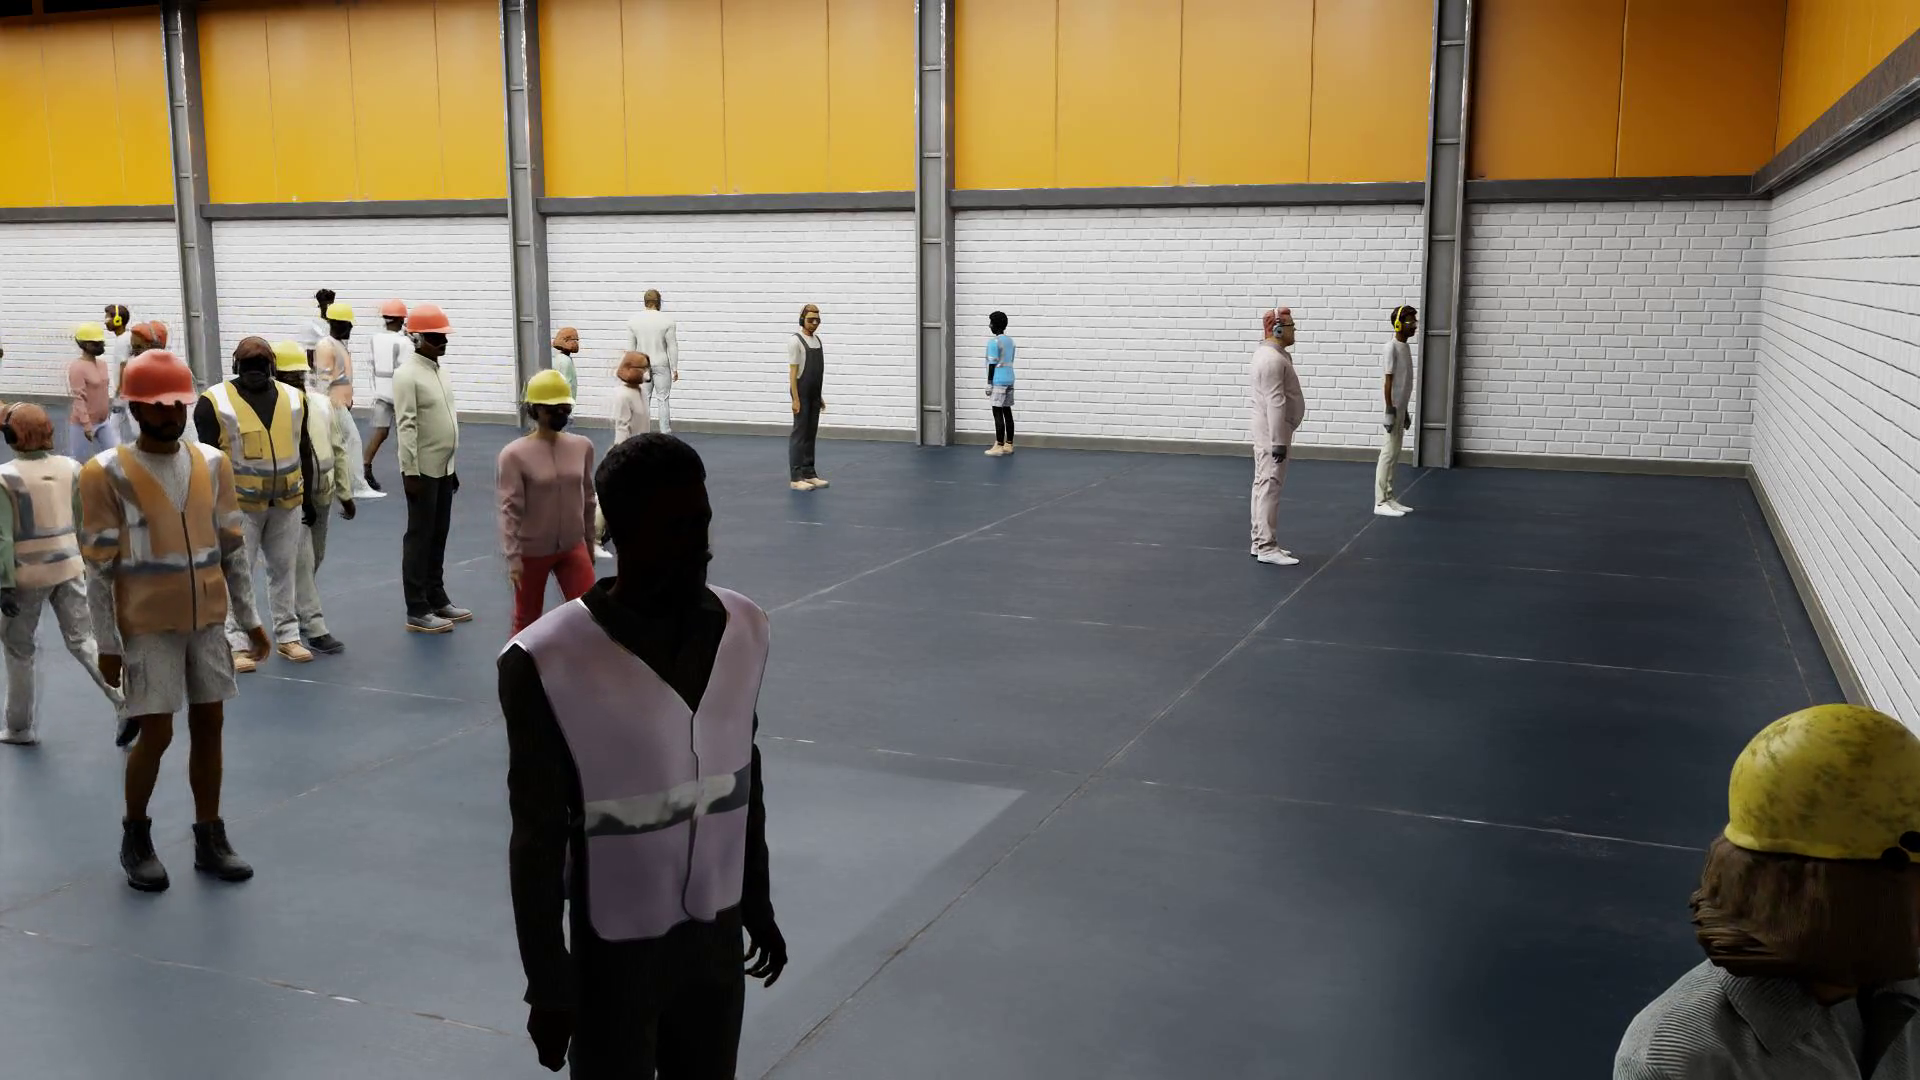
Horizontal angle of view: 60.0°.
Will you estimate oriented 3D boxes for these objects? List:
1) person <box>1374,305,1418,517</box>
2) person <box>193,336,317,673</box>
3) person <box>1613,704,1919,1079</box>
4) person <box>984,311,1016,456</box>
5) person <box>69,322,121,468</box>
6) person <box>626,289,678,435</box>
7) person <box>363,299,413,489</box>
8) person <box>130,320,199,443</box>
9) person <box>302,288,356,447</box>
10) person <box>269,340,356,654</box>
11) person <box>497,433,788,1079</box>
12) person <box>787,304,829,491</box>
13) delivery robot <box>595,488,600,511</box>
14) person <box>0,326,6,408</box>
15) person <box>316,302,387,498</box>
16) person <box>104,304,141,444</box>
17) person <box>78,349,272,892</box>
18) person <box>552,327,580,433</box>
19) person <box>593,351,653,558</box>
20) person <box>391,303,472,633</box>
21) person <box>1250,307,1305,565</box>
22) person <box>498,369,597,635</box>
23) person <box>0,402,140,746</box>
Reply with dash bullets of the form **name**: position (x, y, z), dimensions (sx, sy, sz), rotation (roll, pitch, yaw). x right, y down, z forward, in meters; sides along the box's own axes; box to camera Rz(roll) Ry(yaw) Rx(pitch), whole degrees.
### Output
- **person**: position (3.909, -1.152, 14.843), dimensions (0.329, 1.871, 0.513), rotation (6, 11, 31)
- **person**: position (-3.863, -0.205, 9.205), dimensions (0.430, 1.838, 0.624), rotation (9, 13, 44)
- **person**: position (0.953, 1.040, 1.930), dimensions (0.493, 1.746, 0.283), rotation (-4, 10, -25)
- **person**: position (0.470, -1.830, 19.496), dimensions (0.318, 1.691, 0.532), rotation (5, 11, 27)
- **person**: position (-7.451, -1.015, 14.448), dimensions (0.884, 1.723, 0.553), rotation (1, 9, 6)
- **person**: position (-3.776, -2.118, 20.490), dimensions (0.635, 1.935, 0.349), rotation (1, 9, 7)
- **person**: position (-5.700, -1.454, 16.604), dimensions (0.557, 1.904, 0.938), rotation (4, 10, 23)
- **person**: position (-5.135, -0.496, 10.869), dimensions (0.457, 1.864, 0.607), rotation (-6, 11, -32)
- **person**: position (-7.543, -2.032, 19.917), dimensions (0.415, 1.947, 0.613), rotation (8, 12, 40)
- **person**: position (-3.875, -0.270, 9.718), dimensions (0.852, 1.801, 0.599), rotation (6, 11, 32)
- **person**: position (-0.590, 0.747, 3.187), dimensions (0.377, 1.916, 0.599), rotation (8, 12, 39)
- **person**: position (-1.511, -1.417, 16.528), dimensions (0.345, 1.842, 0.505), rotation (5, 11, 28)
- **delivery robot**: position (-3.162, -0.284, 13.274), dimensions (0.707, 0.478, 0.477), rotation (-2, 10, -14)
- **person**: position (-14.855, -2.999, 25.514), dimensions (0.616, 2.040, 0.382), rotation (6, 11, 34)
- **person**: position (-6.004, -1.321, 15.833), dimensions (0.896, 1.890, 0.587), rotation (-2, 10, -10)
- **person**: position (-8.469, -1.502, 17.060), dimensions (0.888, 1.841, 0.520), rotation (-5, 11, -27)
- **person**: position (-2.789, 0.284, 5.951), dimensions (0.391, 1.935, 0.560), rotation (7, 11, 35)
- **person**: position (-3.879, -1.274, 16.349), dimensions (0.321, 1.623, 0.512), rotation (-2, 10, -13)
- **person**: position (-2.481, -0.636, 12.567), dimensions (0.869, 1.588, 0.522), rotation (2, 10, 14)
- **person**: position (-3.226, -0.443, 10.163), dimensions (0.395, 1.992, 0.622), rotation (1, 9, 6)
- **person**: position (2.370, -0.778, 12.449), dimensions (0.407, 1.913, 0.641), rotation (1, 9, 3)
- **person**: position (-1.896, 0.061, 7.891), dimensions (0.549, 1.719, 0.900), rotation (-8, 13, -41)
- **person**: position (-4.144, 0.172, 7.610), dimensions (0.767, 1.614, 0.526), rotation (4, 10, 22)
